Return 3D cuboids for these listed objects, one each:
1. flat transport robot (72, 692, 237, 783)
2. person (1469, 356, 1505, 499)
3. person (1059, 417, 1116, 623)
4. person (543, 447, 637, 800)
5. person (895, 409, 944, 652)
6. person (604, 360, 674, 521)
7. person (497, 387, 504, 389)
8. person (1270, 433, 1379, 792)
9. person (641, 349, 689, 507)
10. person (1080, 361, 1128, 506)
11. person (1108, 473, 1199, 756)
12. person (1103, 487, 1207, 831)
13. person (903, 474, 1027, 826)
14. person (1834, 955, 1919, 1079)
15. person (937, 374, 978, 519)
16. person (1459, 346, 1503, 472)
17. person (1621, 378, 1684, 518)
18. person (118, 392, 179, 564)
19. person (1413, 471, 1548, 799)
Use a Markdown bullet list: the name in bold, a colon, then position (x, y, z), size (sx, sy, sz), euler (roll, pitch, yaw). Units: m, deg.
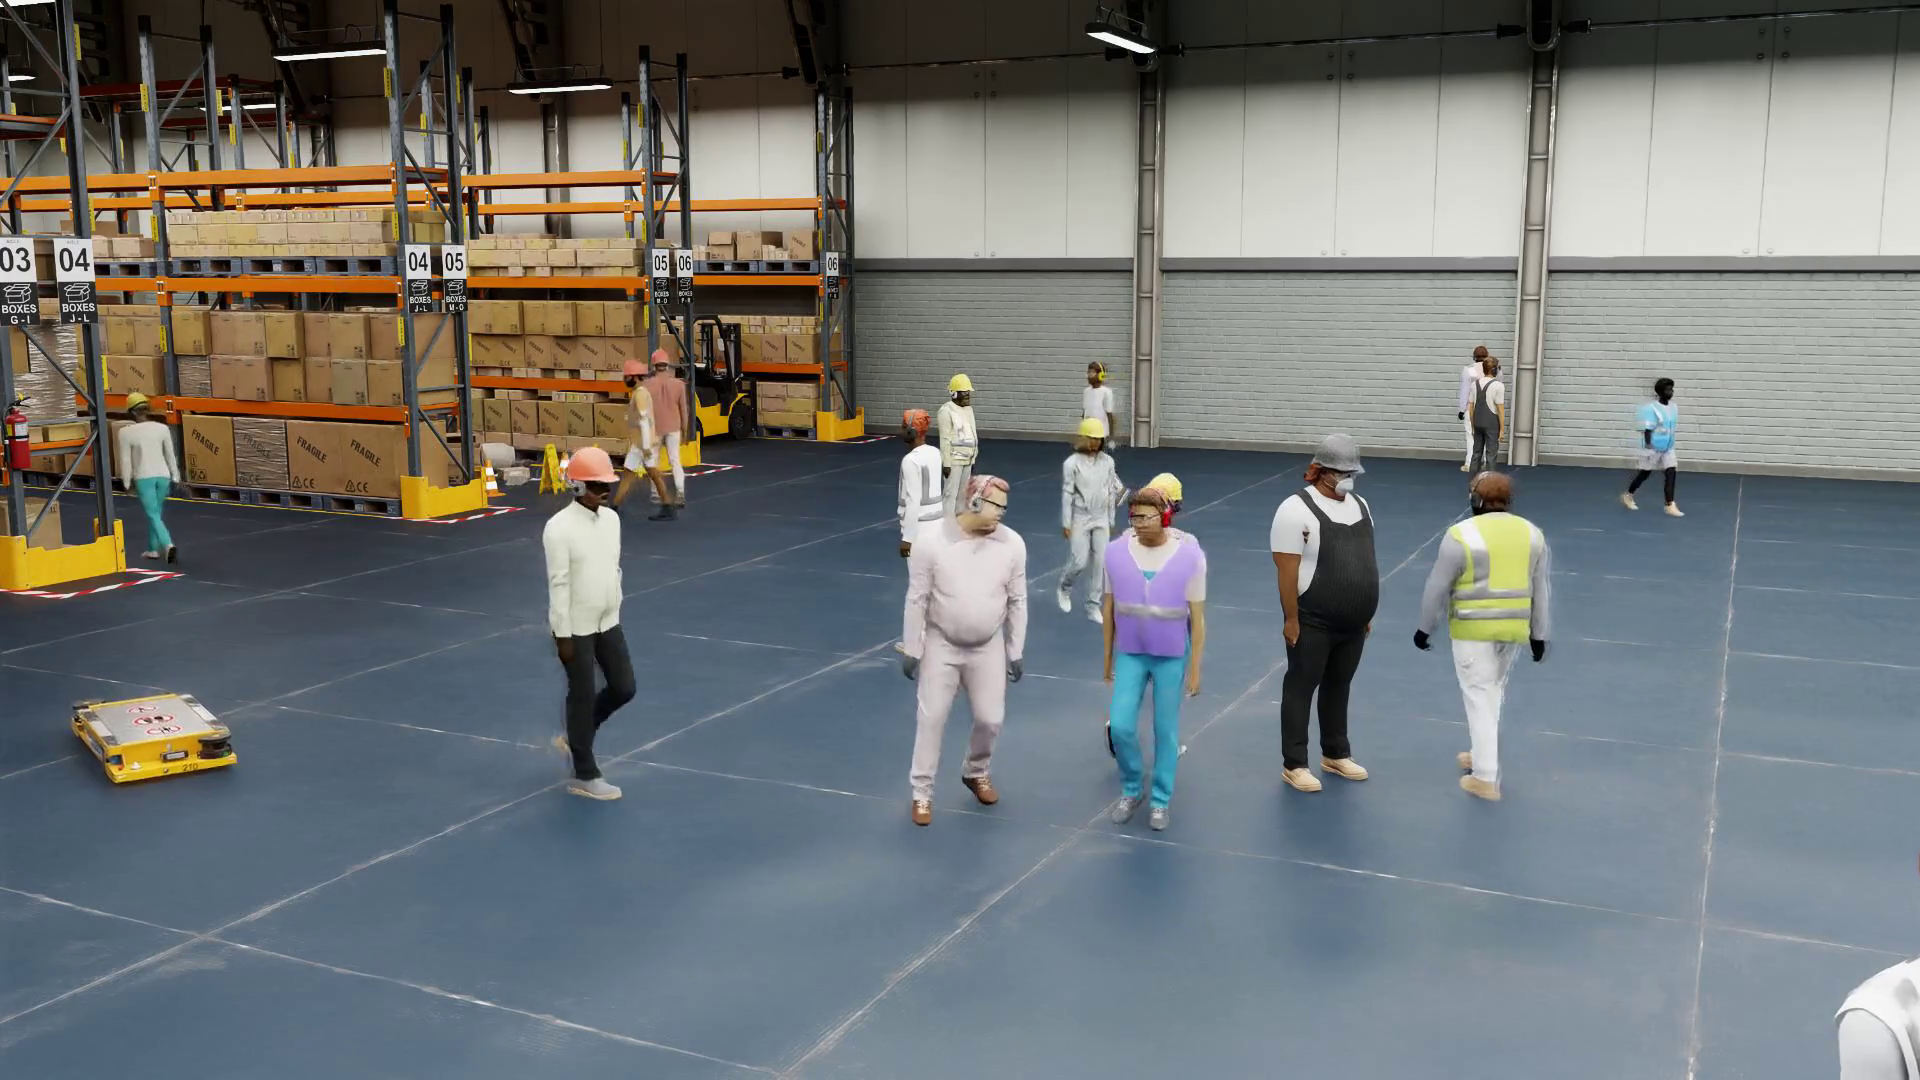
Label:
- **flat transport robot**: position (-4.935, 1.172, 10.139), size (0.652, 0.197, 1.431), euler (-7, 11, -36)
- **person**: position (6.724, -1.417, 21.200), size (0.345, 1.846, 0.506), euler (-7, 12, -36)
- **person**: position (1.069, -0.173, 13.942), size (0.485, 1.730, 0.456), euler (-4, 10, -25)
- **person**: position (-2.083, 0.464, 9.264), size (0.488, 1.982, 0.632), euler (5, 11, 28)
- **person**: position (-0.314, -0.069, 12.822), size (0.360, 1.883, 0.574), euler (4, 10, 21)
- **person**: position (-3.816, -1.143, 19.368), size (0.996, 1.886, 0.570), euler (-1, 9, -6)
- **person**: position (-8.097, -2.784, 29.452), size (0.841, 1.888, 0.626), euler (4, 10, 25)
- **person**: position (2.127, 0.397, 9.476), size (0.682, 2.000, 0.538), euler (-6, 11, -34)
- **person**: position (-3.654, -1.385, 20.682), size (0.631, 1.964, 0.928), euler (-4, 10, -24)
- **person**: position (1.710, -1.276, 20.416), size (0.911, 1.836, 0.524), euler (-5, 11, -29)
- **person**: position (1.148, 0.480, 9.871), size (0.534, 1.751, 0.580), euler (7, 11, 35)
- **person**: position (1.006, 0.627, 8.746), size (0.562, 1.824, 0.459), euler (3, 10, 17)
- **person**: position (0.017, 0.568, 8.954), size (0.683, 1.883, 0.472), euler (-2, 9, -11)
- **person**: position (1.962, 1.473, 3.356), size (0.583, 1.882, 0.338), euler (-5, 11, -28)
- **person**: position (-0.009, -0.865, 17.850), size (0.403, 1.830, 0.601), euler (5, 11, 28)
- **person**: position (7.550, -1.904, 24.202), size (0.627, 1.840, 0.429), euler (-1, 9, -8)
- **person**: position (8.358, -1.131, 20.004), size (0.536, 1.664, 0.825), euler (-4, 10, -23)
- **person**: position (-8.088, -0.620, 16.684), size (0.805, 1.724, 0.542), euler (7, 11, 35)
- **person**: position (2.943, 0.512, 9.475), size (0.656, 1.814, 0.745), euler (-3, 10, -19)
